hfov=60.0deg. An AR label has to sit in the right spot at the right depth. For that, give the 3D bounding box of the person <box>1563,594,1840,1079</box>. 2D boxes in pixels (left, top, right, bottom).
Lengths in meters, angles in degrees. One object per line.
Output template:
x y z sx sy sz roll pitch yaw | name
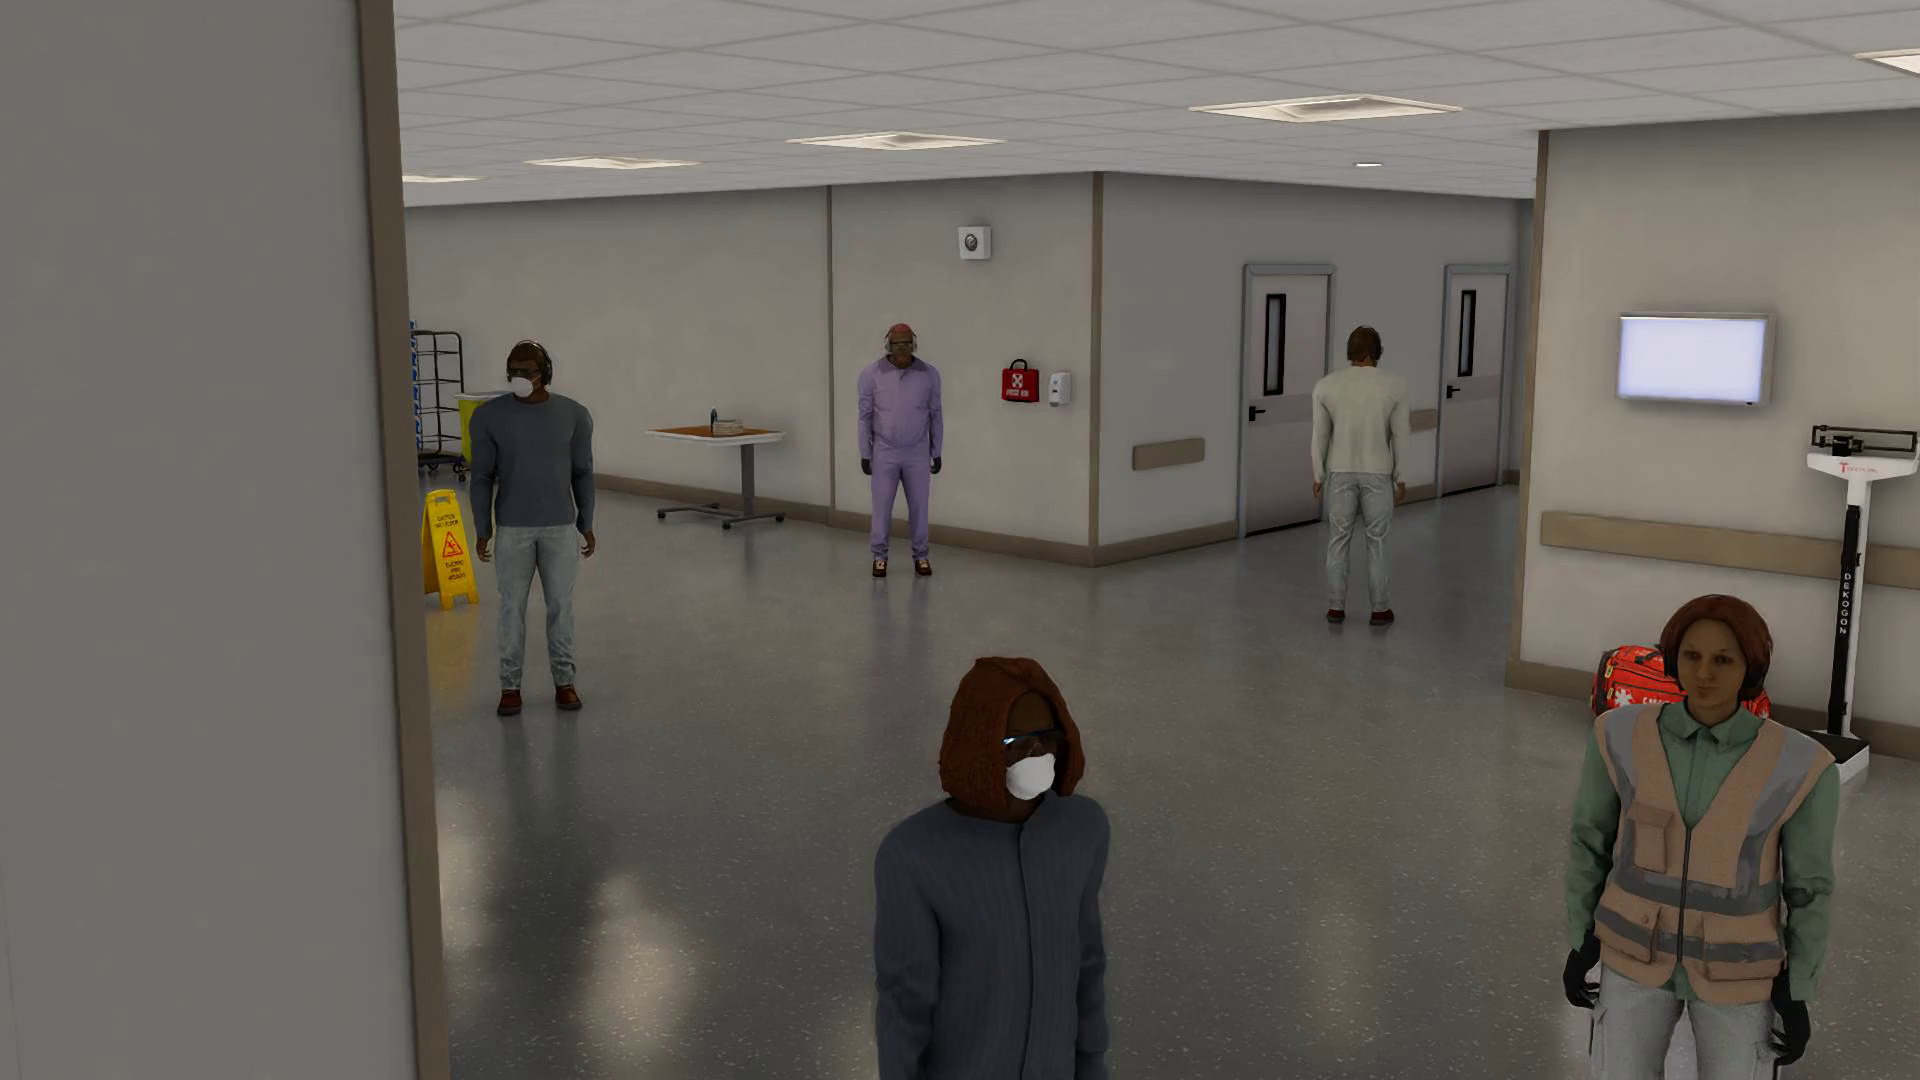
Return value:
1.536 0.916 3.510 0.514 1.644 0.307 6 11 34 | person

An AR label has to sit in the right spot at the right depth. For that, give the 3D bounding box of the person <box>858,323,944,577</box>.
-0.438 -0.667 12.449 0.646 1.900 0.399 -2 9 -10 | person

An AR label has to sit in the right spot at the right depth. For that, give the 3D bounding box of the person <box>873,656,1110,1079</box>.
0.072 1.005 2.994 0.498 1.634 0.283 -6 11 -33 | person

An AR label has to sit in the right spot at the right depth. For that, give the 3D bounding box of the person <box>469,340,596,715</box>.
-2.202 -0.064 8.620 0.635 1.936 0.352 -3 10 -19 | person

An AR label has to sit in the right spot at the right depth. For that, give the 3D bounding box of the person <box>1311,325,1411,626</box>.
2.581 -0.409 10.746 0.627 1.936 0.375 4 10 21 | person
